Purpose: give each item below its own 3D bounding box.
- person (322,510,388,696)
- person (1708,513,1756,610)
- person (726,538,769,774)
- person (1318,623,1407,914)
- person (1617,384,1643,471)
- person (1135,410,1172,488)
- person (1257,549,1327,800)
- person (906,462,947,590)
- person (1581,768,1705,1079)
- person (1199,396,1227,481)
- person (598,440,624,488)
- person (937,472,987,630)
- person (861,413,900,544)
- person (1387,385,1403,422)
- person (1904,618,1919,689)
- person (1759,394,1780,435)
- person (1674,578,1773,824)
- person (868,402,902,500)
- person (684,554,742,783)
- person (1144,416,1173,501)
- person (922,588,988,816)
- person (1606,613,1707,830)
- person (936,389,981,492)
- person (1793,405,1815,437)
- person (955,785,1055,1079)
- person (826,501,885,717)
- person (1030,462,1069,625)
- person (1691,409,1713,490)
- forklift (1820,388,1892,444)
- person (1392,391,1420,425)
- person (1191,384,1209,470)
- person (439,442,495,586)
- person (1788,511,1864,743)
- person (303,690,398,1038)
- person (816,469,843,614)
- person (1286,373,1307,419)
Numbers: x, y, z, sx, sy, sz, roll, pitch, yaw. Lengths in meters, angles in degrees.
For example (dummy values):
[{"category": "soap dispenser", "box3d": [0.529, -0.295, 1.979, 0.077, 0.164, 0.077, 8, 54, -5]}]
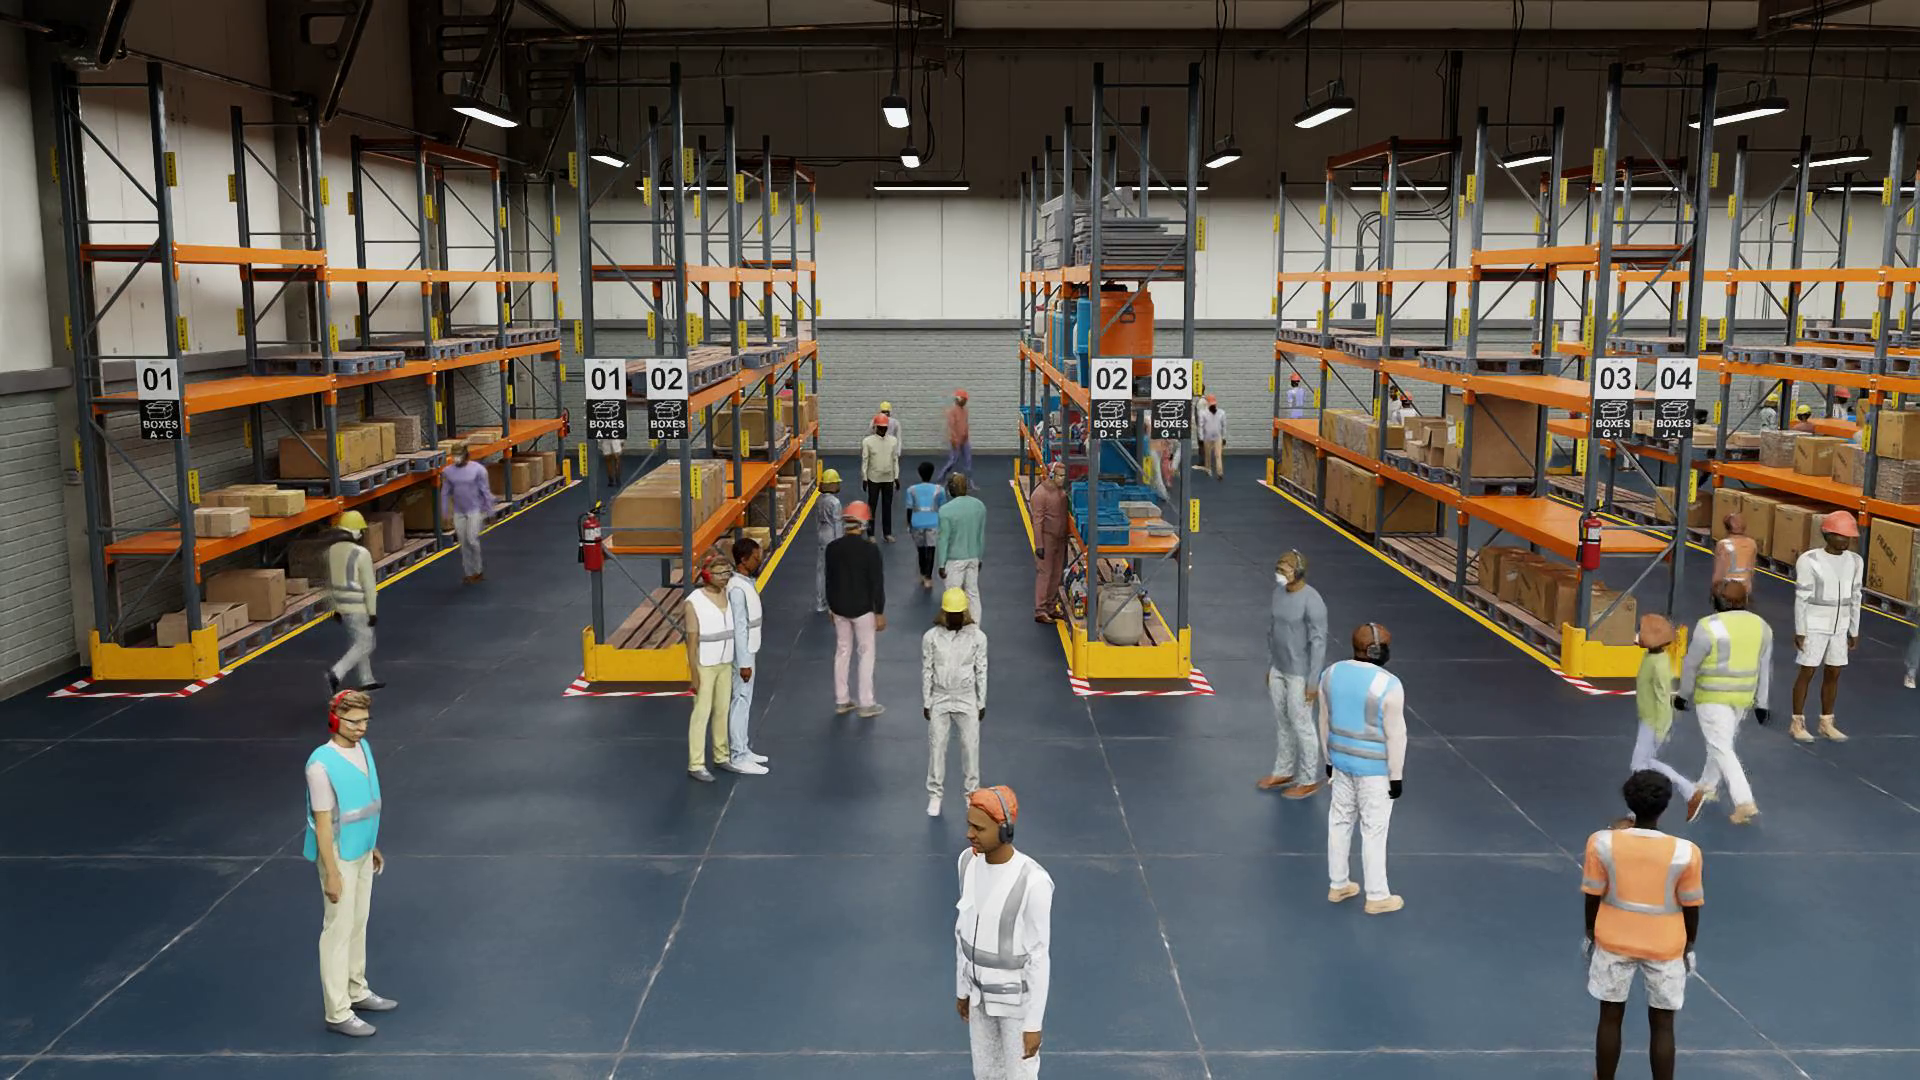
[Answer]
[{"category": "person", "box3d": [-5.811, 0.623, 15.861, 0.605, 1.813, 0.687, 6, 11, 34]}, {"category": "person", "box3d": [7.914, 0.540, 17.061, 0.522, 1.617, 0.505, -4, 10, -23]}, {"category": "person", "box3d": [-1.765, 0.931, 13.540, 0.392, 1.921, 0.587, -1, 9, -5]}, {"category": "person", "box3d": [2.568, 1.435, 10.566, 0.430, 1.841, 0.624, -7, 11, -37]}, {"category": "person", "box3d": [14.082, -2.369, 34.931, 0.511, 1.872, 0.329, -2, 9, -14]}, {"category": "person", "box3d": [3.690, -2.026, 32.176, 0.739, 2.000, 1.097, -5, 10, -30]}, {"category": "person", "box3d": [2.578, 1.027, 12.861, 0.352, 1.937, 0.635, -4, 10, -22]}, {"category": "person", "box3d": [-0.435, -0.186, 21.628, 0.532, 1.652, 0.891, 1, 9, 8]}, {"category": "person", "box3d": [3.225, 1.920, 7.893, 0.540, 1.695, 0.317, 4, 10, 24]}, {"category": "person", "box3d": [5.096, -2.056, 33.473, 0.569, 1.691, 0.913, 0, 9, -1]}, {"category": "person", "box3d": [-6.769, -1.949, 32.130, 0.553, 1.902, 0.879, -1, 9, -5]}, {"category": "person", "box3d": [0.011, 0.225, 18.055, 0.627, 1.932, 0.378, -7, 11, -38]}, {"category": "person", "box3d": [-1.200, -0.935, 25.311, 0.624, 1.990, 0.397, -4, 10, -26]}, {"category": "person", "box3d": [8.980, -2.270, 34.352, 0.340, 1.858, 0.505, -6, 10, -32]}, {"category": "person", "box3d": [9.478, 0.659, 15.979, 0.567, 1.699, 0.914, -1, 9, -5]}, {"category": "person", "box3d": [16.336, -2.089, 33.583, 0.323, 1.731, 0.490, -1, 9, -4]}, {"category": "person", "box3d": [5.719, 1.172, 12.399, 0.623, 1.799, 0.948, -3, 9, -16]}, {"category": "person", "box3d": [-1.390, -1.634, 30.497, 0.590, 1.782, 0.915, -2, 9, -13]}, {"category": "person", "box3d": [-1.988, 1.009, 13.323, 0.400, 1.834, 0.562, 6, 11, 36]}, {"category": "person", "box3d": [3.614, -1.663, 30.427, 0.591, 1.863, 1.018, -5, 10, -31]}, {"category": "person", "box3d": [-0.041, 1.206, 12.381, 0.494, 1.734, 0.333, 0, 9, 3]}, {"category": "person", "box3d": [5.066, 1.325, 12.002, 0.612, 1.615, 0.504, 2, 9, 13]}, {"category": "person", "box3d": [-0.038, -1.895, 31.634, 0.876, 1.948, 0.626, 7, 12, 40]}, {"category": "person", "box3d": [15.178, -1.552, 30.014, 0.525, 1.769, 0.314, -4, 10, -26]}, {"category": "person", "box3d": [0.172, 1.958, 7.090, 0.356, 1.879, 0.576, -7, 11, -37]}, {"category": "person", "box3d": [-0.936, 0.633, 15.279, 0.632, 1.981, 0.439, 6, 10, 32]}, {"category": "person", "box3d": [1.079, 0.027, 19.457, 0.400, 1.893, 0.656, 6, 11, 34]}, {"category": "person", "box3d": [13.427, -1.543, 30.188, 0.553, 1.681, 0.373, -2, 9, -14]}, {"category": "forklift", "box3d": [20.072, -3.110, 36.462, 1.873, 2.768, 1.129, 0, 9, 0]}, {"category": "person", "box3d": [8.369, -1.827, 31.267, 0.543, 1.929, 0.387, 1, 9, 4]}, {"category": "person", "box3d": [5.110, -2.405, 35.274, 0.341, 1.839, 0.504, 2, 9, 14]}, {"category": "person", "box3d": [-6.436, -0.332, 21.691, 0.703, 1.913, 0.551, 2, 9, 10]}, {"category": "person", "box3d": [7.494, 0.753, 14.340, 0.604, 2.037, 0.405, -1, 9, -7]}, {"category": "person", "box3d": [-3.273, 1.699, 8.867, 0.388, 1.837, 0.563, 0, 9, 3]}, {"category": "person", "box3d": [-1.551, 0.016, 19.991, 0.290, 1.746, 0.487, -7, 11, -37]}, {"category": "person", "box3d": [7.531, -2.792, 37.434, 0.545, 1.939, 0.354, -7, 11, -36]}]
